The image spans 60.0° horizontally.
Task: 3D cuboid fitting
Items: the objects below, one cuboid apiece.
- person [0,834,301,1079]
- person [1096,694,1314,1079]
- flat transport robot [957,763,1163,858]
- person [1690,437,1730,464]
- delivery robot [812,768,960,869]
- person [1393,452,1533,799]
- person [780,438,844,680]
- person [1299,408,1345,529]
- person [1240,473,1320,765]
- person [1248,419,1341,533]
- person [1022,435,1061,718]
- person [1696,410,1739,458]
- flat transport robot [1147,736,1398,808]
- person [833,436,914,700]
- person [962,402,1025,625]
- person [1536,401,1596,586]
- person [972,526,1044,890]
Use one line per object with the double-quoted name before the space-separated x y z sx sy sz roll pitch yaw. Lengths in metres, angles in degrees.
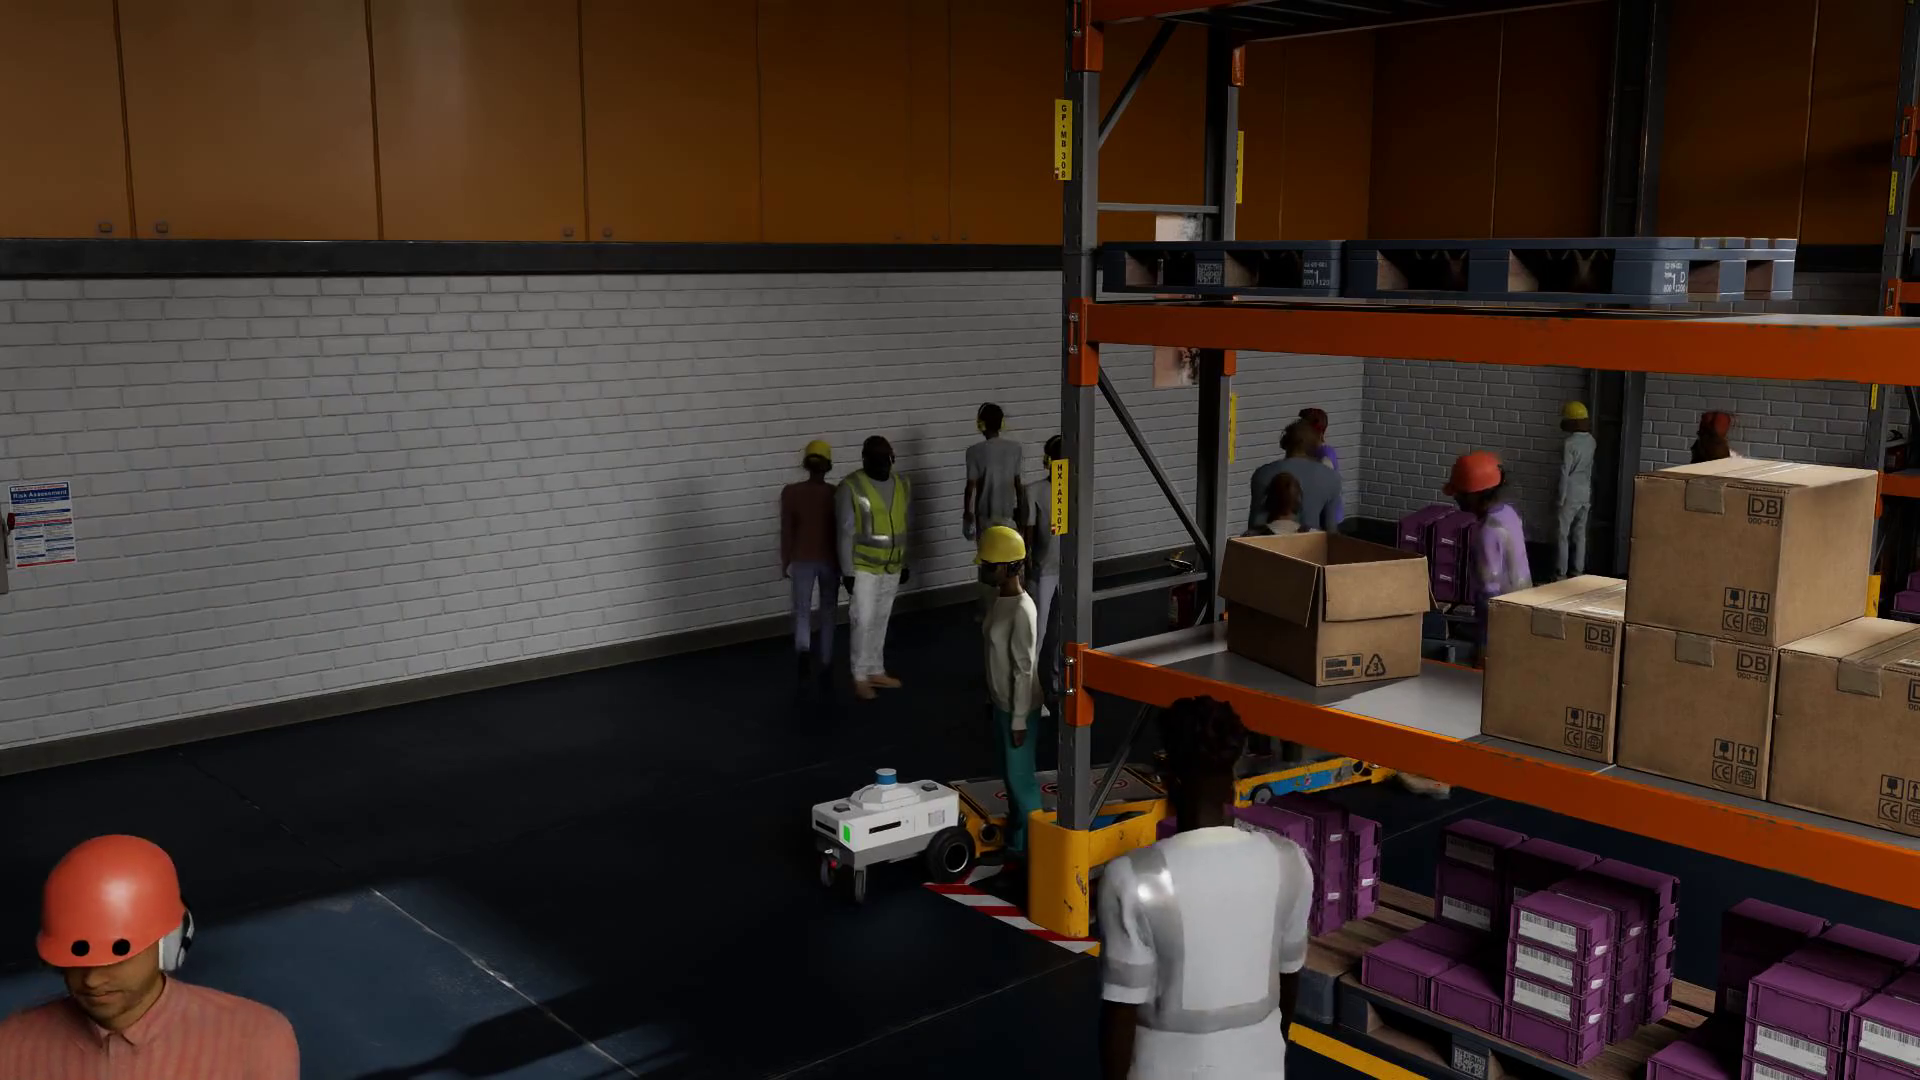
"person" -1.547 1.513 3.202 0.629 1.984 0.420 -2 10 -9
"person" 0.566 1.334 4.360 0.626 1.934 0.802 -3 10 -19
"flat transport robot" 0.466 1.414 8.775 1.431 0.197 0.652 -3 10 -19
"person" 4.994 0.219 11.206 0.649 1.839 0.467 -7 12 -37
"delivery robot" -0.356 1.349 8.049 0.707 0.478 0.477 -7 12 -36
"person" 2.992 0.491 9.257 0.906 1.964 0.676 6 11 30
"person" -1.028 0.147 11.870 0.521 1.743 0.642 0 10 -1
"person" 2.833 -0.127 13.192 0.392 1.846 0.564 -1 10 -4
"person" 1.798 0.539 9.373 0.568 1.822 0.463 1 10 5
"person" 2.286 0.120 11.541 0.635 1.914 0.538 0 10 -2
"person" 0.634 0.234 11.040 0.519 1.862 0.326 -7 12 -35
"person" 5.813 -0.060 12.745 0.695 1.868 0.592 9 13 41
"flat transport robot" 1.752 1.293 9.480 1.431 0.197 0.652 -6 11 -32
"person" -0.586 0.180 11.481 0.633 1.820 0.445 -8 12 -38
"person" 0.285 -0.187 13.508 0.554 1.852 0.535 -3 10 -19
"person" 5.527 -0.384 15.045 0.514 1.734 0.311 -7 12 -36
"person" 0.224 0.800 8.035 0.349 1.761 0.530 -2 10 -12
